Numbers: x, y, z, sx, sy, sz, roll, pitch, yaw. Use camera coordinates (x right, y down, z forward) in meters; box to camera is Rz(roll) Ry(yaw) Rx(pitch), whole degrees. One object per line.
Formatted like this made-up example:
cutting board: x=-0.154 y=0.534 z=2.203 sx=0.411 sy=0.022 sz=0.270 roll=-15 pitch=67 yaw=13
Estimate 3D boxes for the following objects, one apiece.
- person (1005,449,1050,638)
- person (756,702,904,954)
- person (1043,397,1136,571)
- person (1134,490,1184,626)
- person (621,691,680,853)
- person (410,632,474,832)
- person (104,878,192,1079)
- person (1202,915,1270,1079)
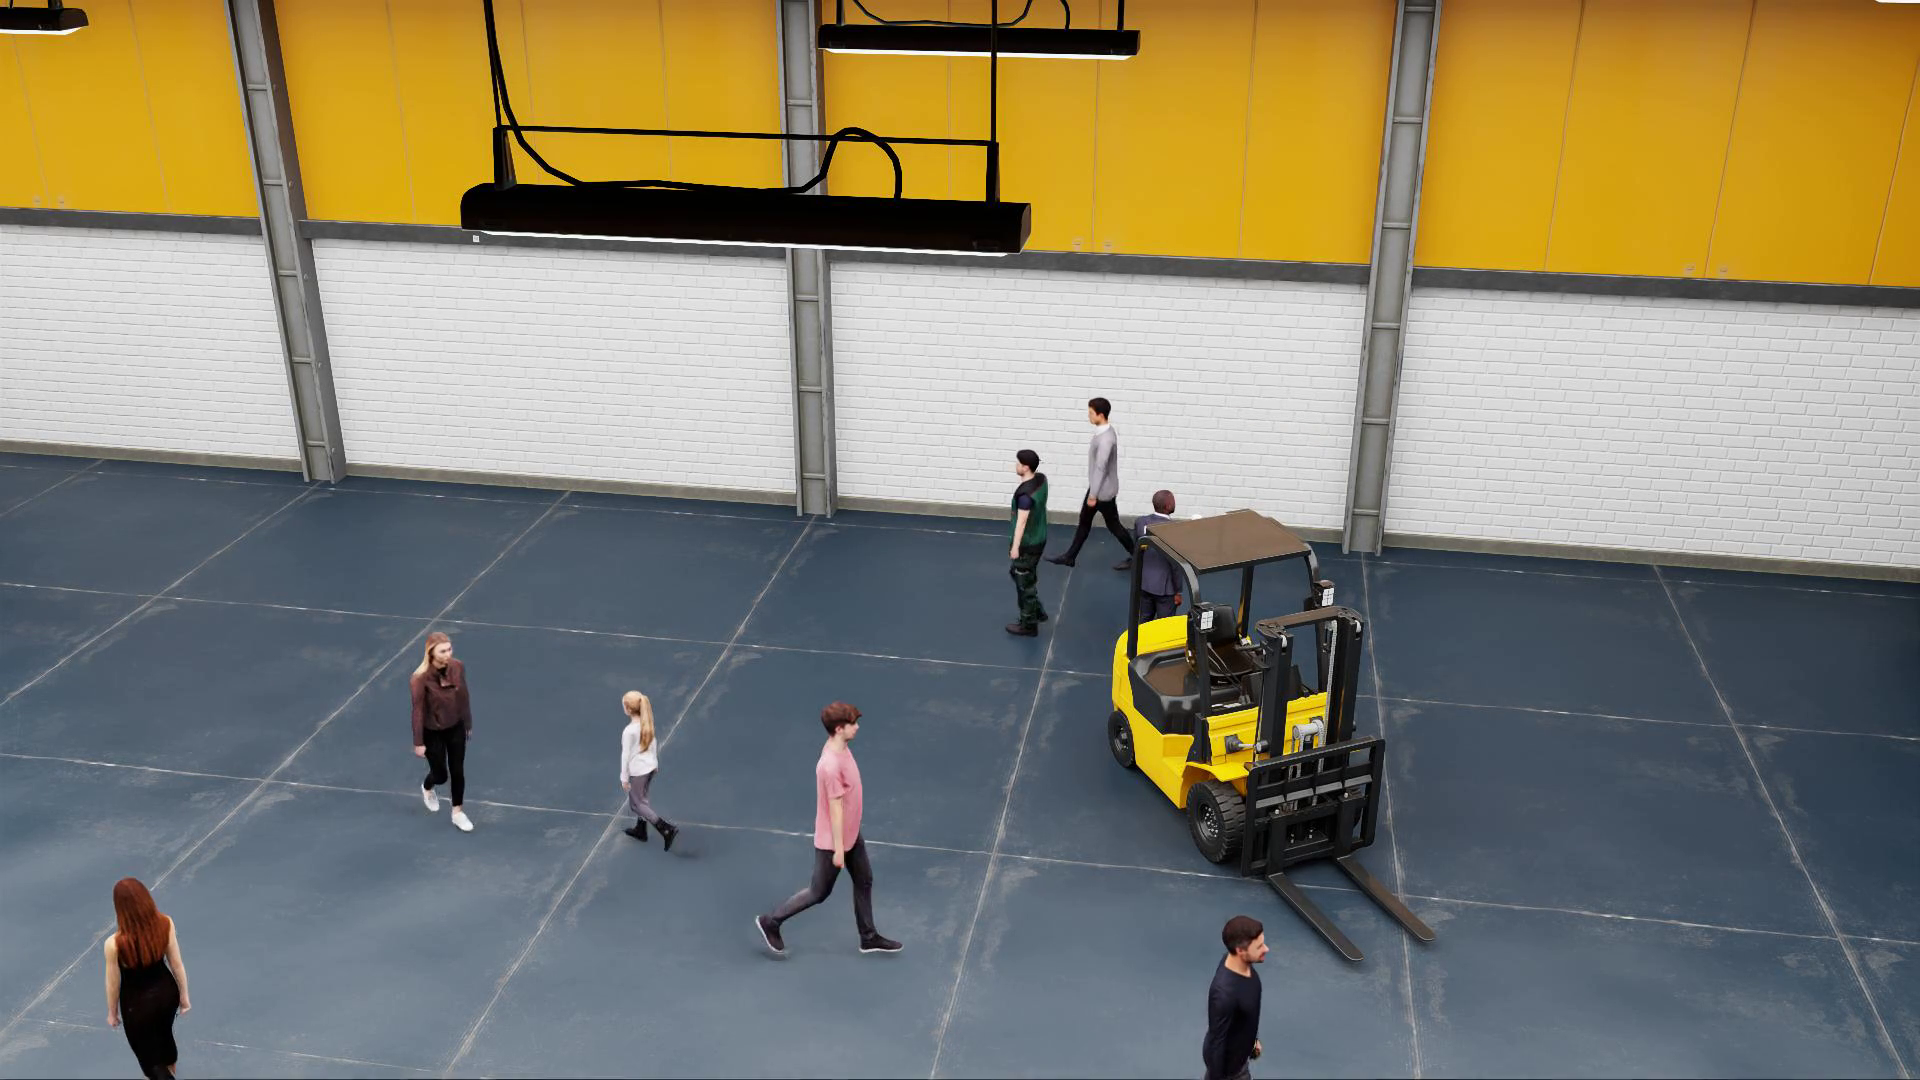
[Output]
person: x=0.715 y=0.035 z=15.587 sx=0.669 sy=1.893 sz=0.741 roll=7 pitch=25 yaw=16
person: x=-0.925 y=1.975 z=11.110 sx=1.261 sy=1.924 sz=0.759 roll=1 pitch=24 yaw=3
person: x=1.551 y=-0.509 z=16.862 sx=1.347 sy=1.868 sz=0.937 roll=0 pitch=24 yaw=0
person: x=1.776 y=0.400 z=14.838 sx=0.846 sy=1.824 sz=0.775 roll=-17 pitch=29 yaw=-34
person: x=-2.341 y=1.744 z=12.461 sx=0.844 sy=1.265 sz=0.661 roll=10 pitch=25 yaw=21
person: x=-3.974 y=1.431 z=12.645 sx=0.923 sy=1.691 sz=0.843 roll=18 pitch=29 yaw=35
person: x=-4.652 y=2.747 z=9.624 sx=1.177 sy=1.698 sz=0.887 roll=16 pitch=28 yaw=32
person: x=1.393 y=2.855 z=9.187 sx=0.901 sy=1.852 sz=0.727 roll=7 pitch=25 yaw=16
